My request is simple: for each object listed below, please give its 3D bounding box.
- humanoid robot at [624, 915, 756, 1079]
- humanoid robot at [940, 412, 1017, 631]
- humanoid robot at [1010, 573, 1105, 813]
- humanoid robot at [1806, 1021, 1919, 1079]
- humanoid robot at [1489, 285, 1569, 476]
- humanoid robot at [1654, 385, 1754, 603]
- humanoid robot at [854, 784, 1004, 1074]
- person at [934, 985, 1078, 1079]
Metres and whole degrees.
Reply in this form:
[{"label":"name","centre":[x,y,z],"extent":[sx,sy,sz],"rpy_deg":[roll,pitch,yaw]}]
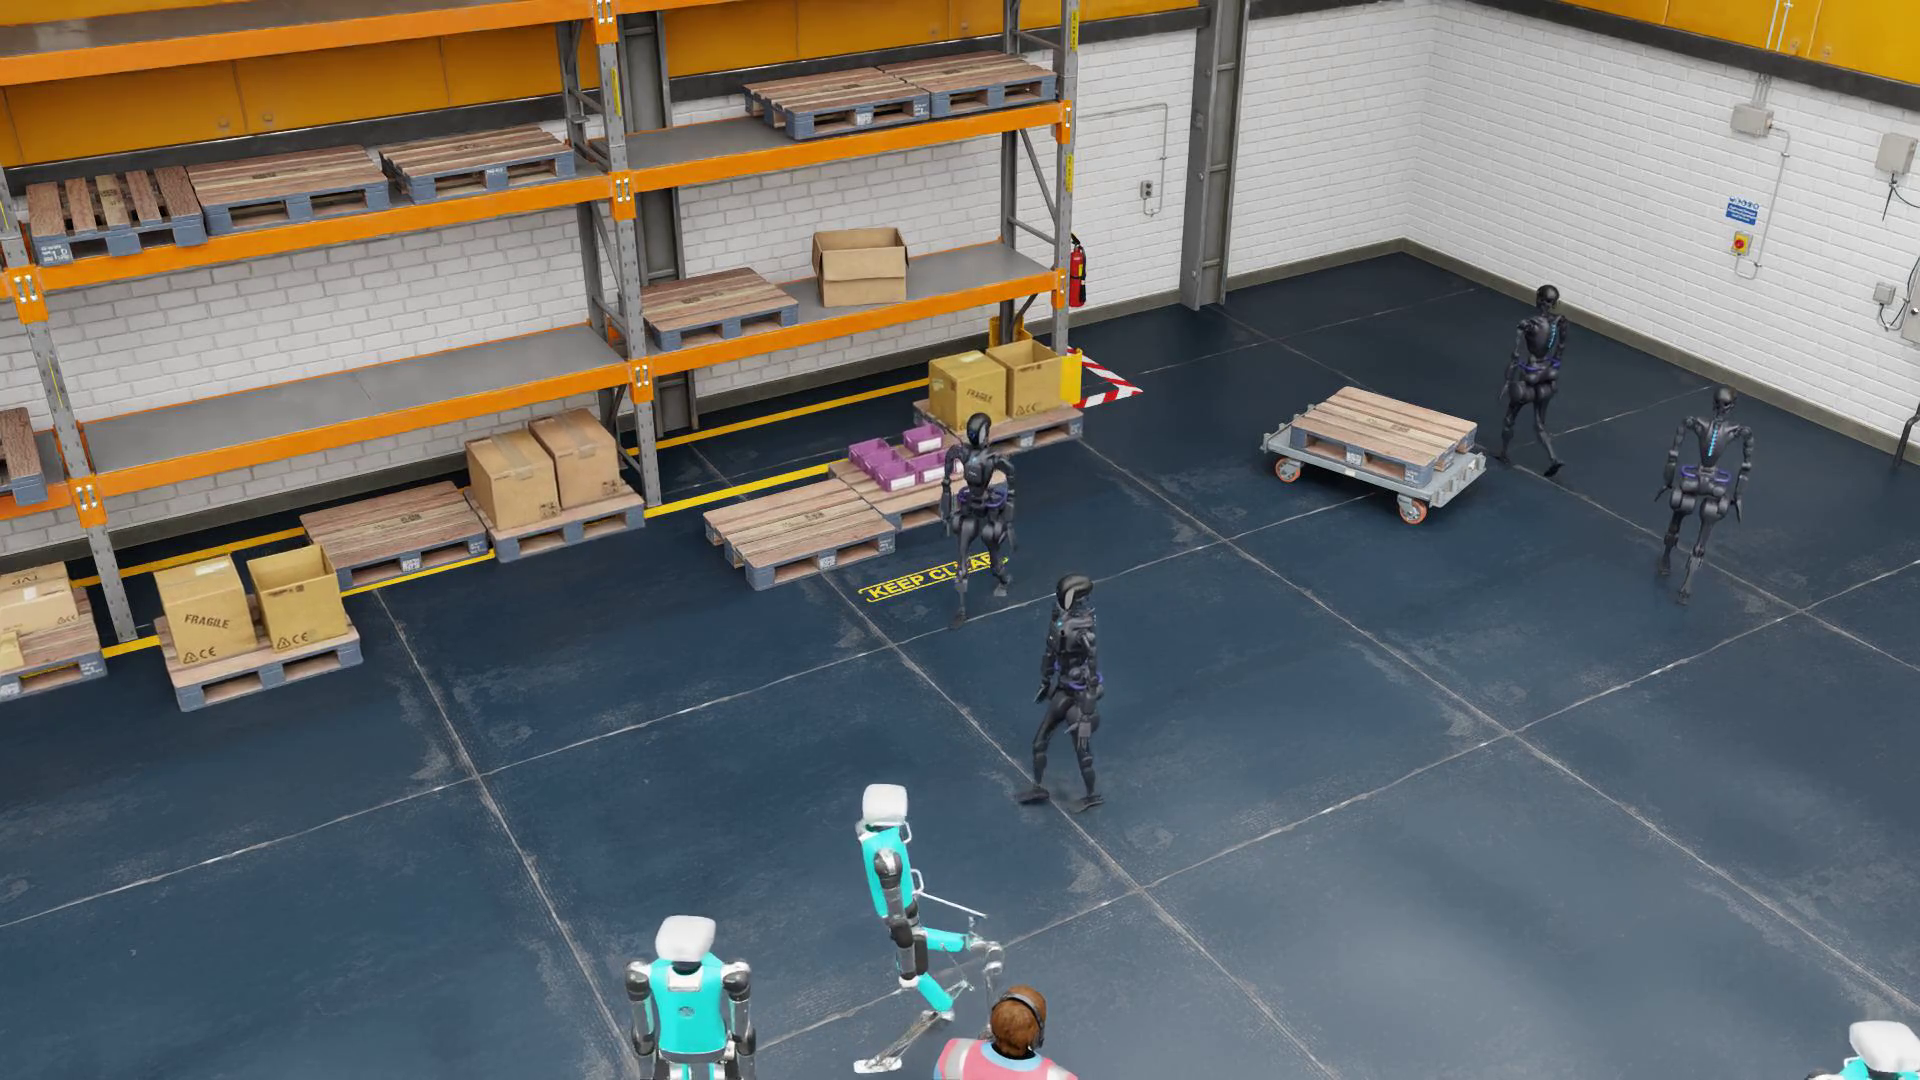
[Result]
[{"label":"humanoid robot","centre":[-1.145,2.268,7.441],"extent":[0.541,1.766,0.663],"rpy_deg":[0,29,-1]},{"label":"humanoid robot","centre":[0.159,-0.180,11.920],"extent":[0.596,1.658,0.728],"rpy_deg":[11,31,18]},{"label":"humanoid robot","centre":[0.628,0.948,9.870],"extent":[0.560,1.648,0.603],"rpy_deg":[-12,32,-21]},{"label":"humanoid robot","centre":[3.521,2.537,6.939],"extent":[0.534,1.744,0.712],"rpy_deg":[-2,30,-3]},{"label":"humanoid robot","centre":[4.834,-1.324,13.907],"extent":[0.609,1.640,0.654],"rpy_deg":[-12,32,-21]},{"label":"humanoid robot","centre":[5.477,-0.389,12.254],"extent":[0.609,1.630,0.714],"rpy_deg":[13,32,22]},{"label":"humanoid robot","centre":[-0.042,1.918,8.146],"extent":[1.024,1.775,0.530],"rpy_deg":[-5,30,-9]},{"label":"person","centre":[0.210,2.565,6.853],"extent":[0.628,1.836,0.431],"rpy_deg":[11,31,18]}]
